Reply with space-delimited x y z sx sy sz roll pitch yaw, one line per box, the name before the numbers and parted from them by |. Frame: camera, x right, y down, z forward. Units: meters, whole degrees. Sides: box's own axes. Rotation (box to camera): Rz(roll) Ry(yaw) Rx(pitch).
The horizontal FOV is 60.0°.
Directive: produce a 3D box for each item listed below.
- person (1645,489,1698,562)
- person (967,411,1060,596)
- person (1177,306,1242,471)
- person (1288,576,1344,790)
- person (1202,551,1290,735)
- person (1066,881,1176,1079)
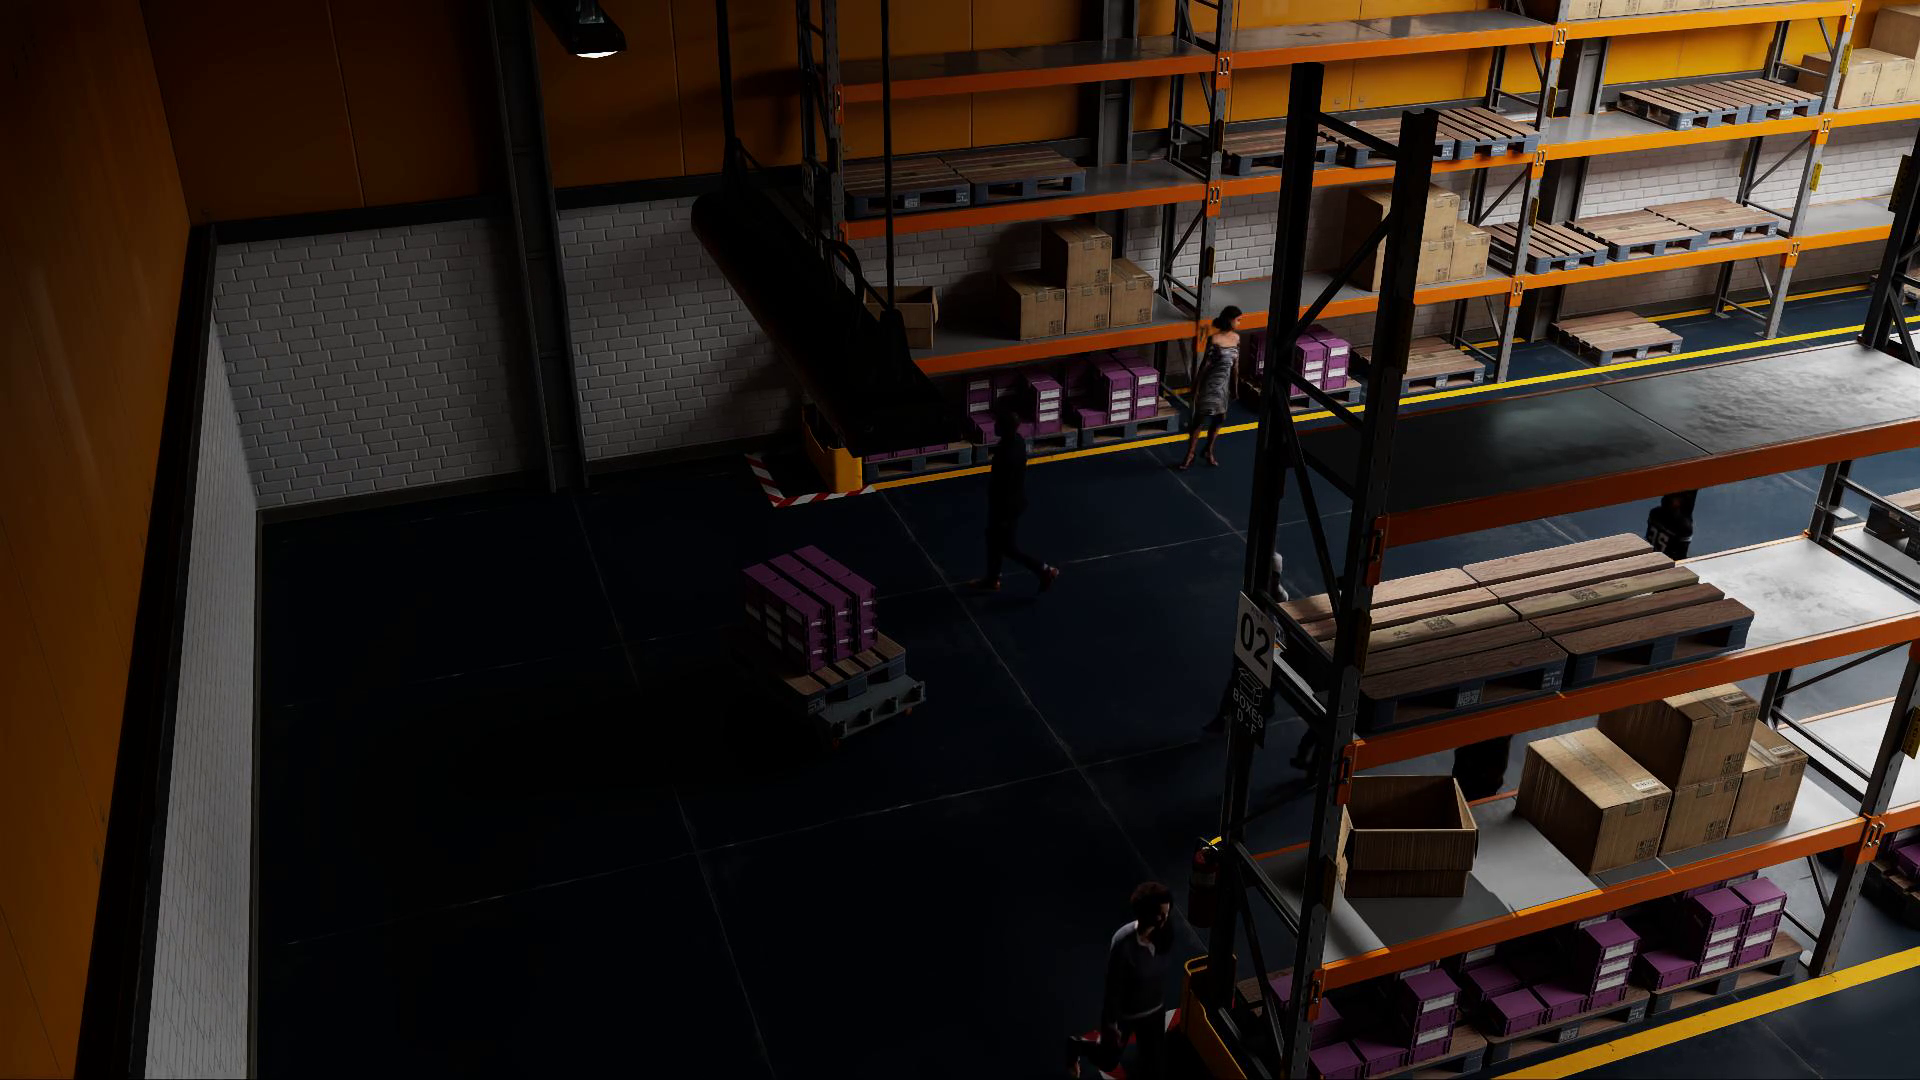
person | 5.866 0.294 13.811 0.809 1.719 0.628 -12 31 -20
person | 0.498 -0.290 14.802 1.175 1.795 0.953 1 29 2
person | 2.536 -1.551 17.111 0.563 1.797 0.817 -9 30 -16
person | 2.641 1.075 12.288 0.667 1.806 0.688 -9 30 -16
person | 2.418 0.777 13.040 1.119 1.609 0.855 -21 35 -33
person | 0.933 2.632 9.501 1.053 1.742 0.831 -16 33 -27
